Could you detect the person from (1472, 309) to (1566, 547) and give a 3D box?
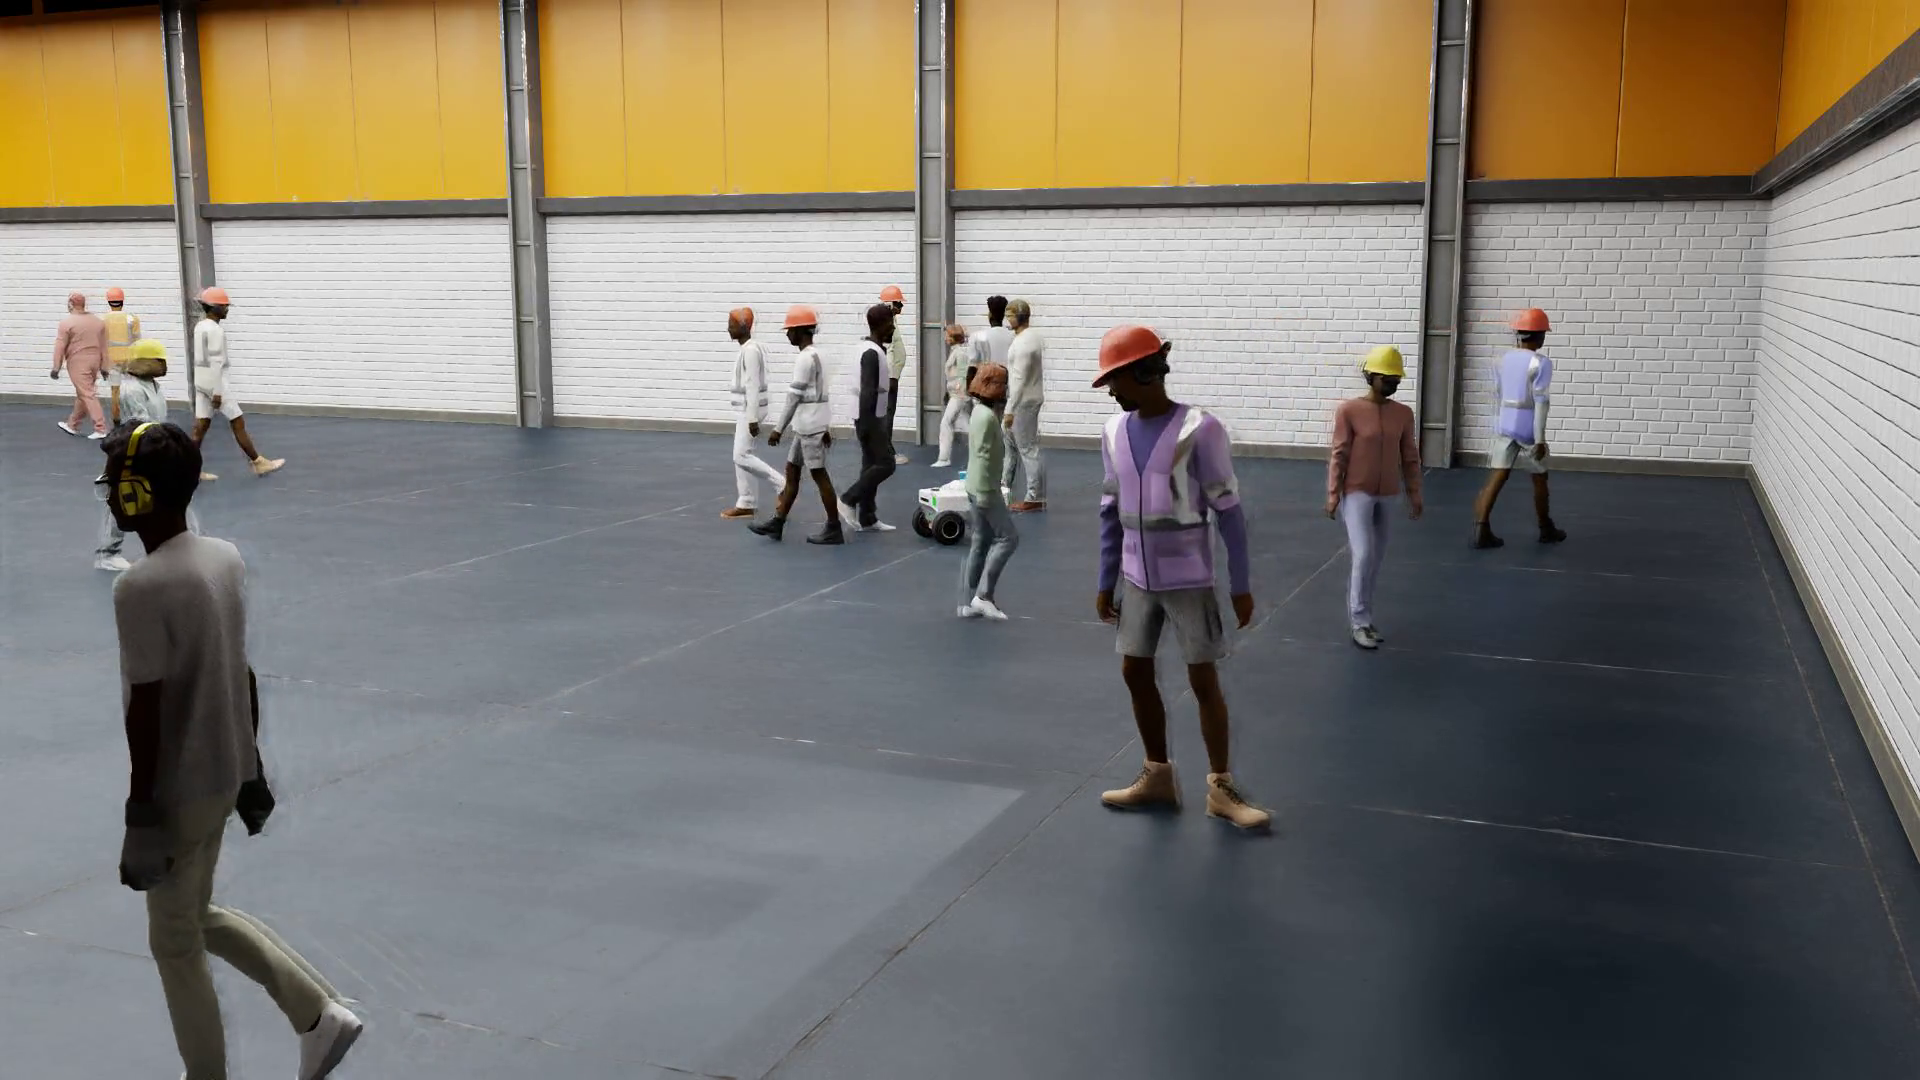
[{"bbox_3d":[4.444,-0.879,13.147,0.977,1.890,0.558,-6,11,-32],"label":"person"}]

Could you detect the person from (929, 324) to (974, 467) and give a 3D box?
[{"bbox_3d":[0.102,-1.587,18.377,0.864,1.604,0.526,0,9,-1],"label":"person"}]

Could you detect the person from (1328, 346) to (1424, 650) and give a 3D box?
[{"bbox_3d":[2.461,-0.243,9.655,0.553,1.747,0.593,-3,10,-20],"label":"person"}]

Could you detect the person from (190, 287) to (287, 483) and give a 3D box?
[{"bbox_3d":[-7.530,-1.595,17.118,1.044,1.991,0.624,-8,13,-41],"label":"person"}]

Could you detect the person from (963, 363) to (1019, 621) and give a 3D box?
[{"bbox_3d":[0.196,-0.292,10.396,0.426,1.618,0.515,0,9,0],"label":"person"}]

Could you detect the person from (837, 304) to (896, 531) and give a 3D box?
[{"bbox_3d":[-0.743,-0.996,13.787,0.472,1.907,0.595,-1,9,-5],"label":"person"}]

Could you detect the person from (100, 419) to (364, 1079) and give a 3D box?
[{"bbox_3d":[-1.873,0.624,4.140,0.497,1.856,0.509,0,9,0],"label":"person"}]

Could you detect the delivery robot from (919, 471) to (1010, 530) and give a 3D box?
[{"bbox_3d":[0.040,-0.315,13.457,0.707,0.478,0.477,-4,10,-23],"label":"delivery robot"}]

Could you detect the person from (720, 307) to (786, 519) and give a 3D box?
[{"bbox_3d":[-1.785,-1.098,14.516,0.584,1.865,0.591,-2,10,-10],"label":"person"}]

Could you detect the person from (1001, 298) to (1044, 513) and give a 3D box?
[{"bbox_3d":[0.426,-1.191,14.901,0.721,1.921,0.661,0,9,3],"label":"person"}]

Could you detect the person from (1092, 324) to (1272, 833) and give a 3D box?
[{"bbox_3d":[0.864,0.164,6.540,0.816,1.998,0.403,9,13,43],"label":"person"}]

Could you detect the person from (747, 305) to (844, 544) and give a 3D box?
[{"bbox_3d":[-1.320,-0.904,13.226,0.847,1.901,0.547,0,9,2],"label":"person"}]

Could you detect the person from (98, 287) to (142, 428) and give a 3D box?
[{"bbox_3d":[-11.146,-2.387,22.104,0.543,1.943,0.348,-4,10,-21],"label":"person"}]

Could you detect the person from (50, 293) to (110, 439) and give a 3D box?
[{"bbox_3d":[-11.336,-2.222,21.332,0.982,1.856,0.651,3,10,17],"label":"person"}]

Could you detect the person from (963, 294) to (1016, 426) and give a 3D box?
[{"bbox_3d":[0.368,-1.455,16.454,0.628,1.943,0.724,-5,10,-26],"label":"person"}]

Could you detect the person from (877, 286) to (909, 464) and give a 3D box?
[{"bbox_3d":[-0.780,-1.856,18.730,0.376,1.995,0.608,-1,9,-5],"label":"person"}]

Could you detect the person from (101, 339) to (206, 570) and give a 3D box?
[{"bbox_3d":[-5.869,-0.610,12.105,0.931,1.688,0.498,0,9,0],"label":"person"}]
